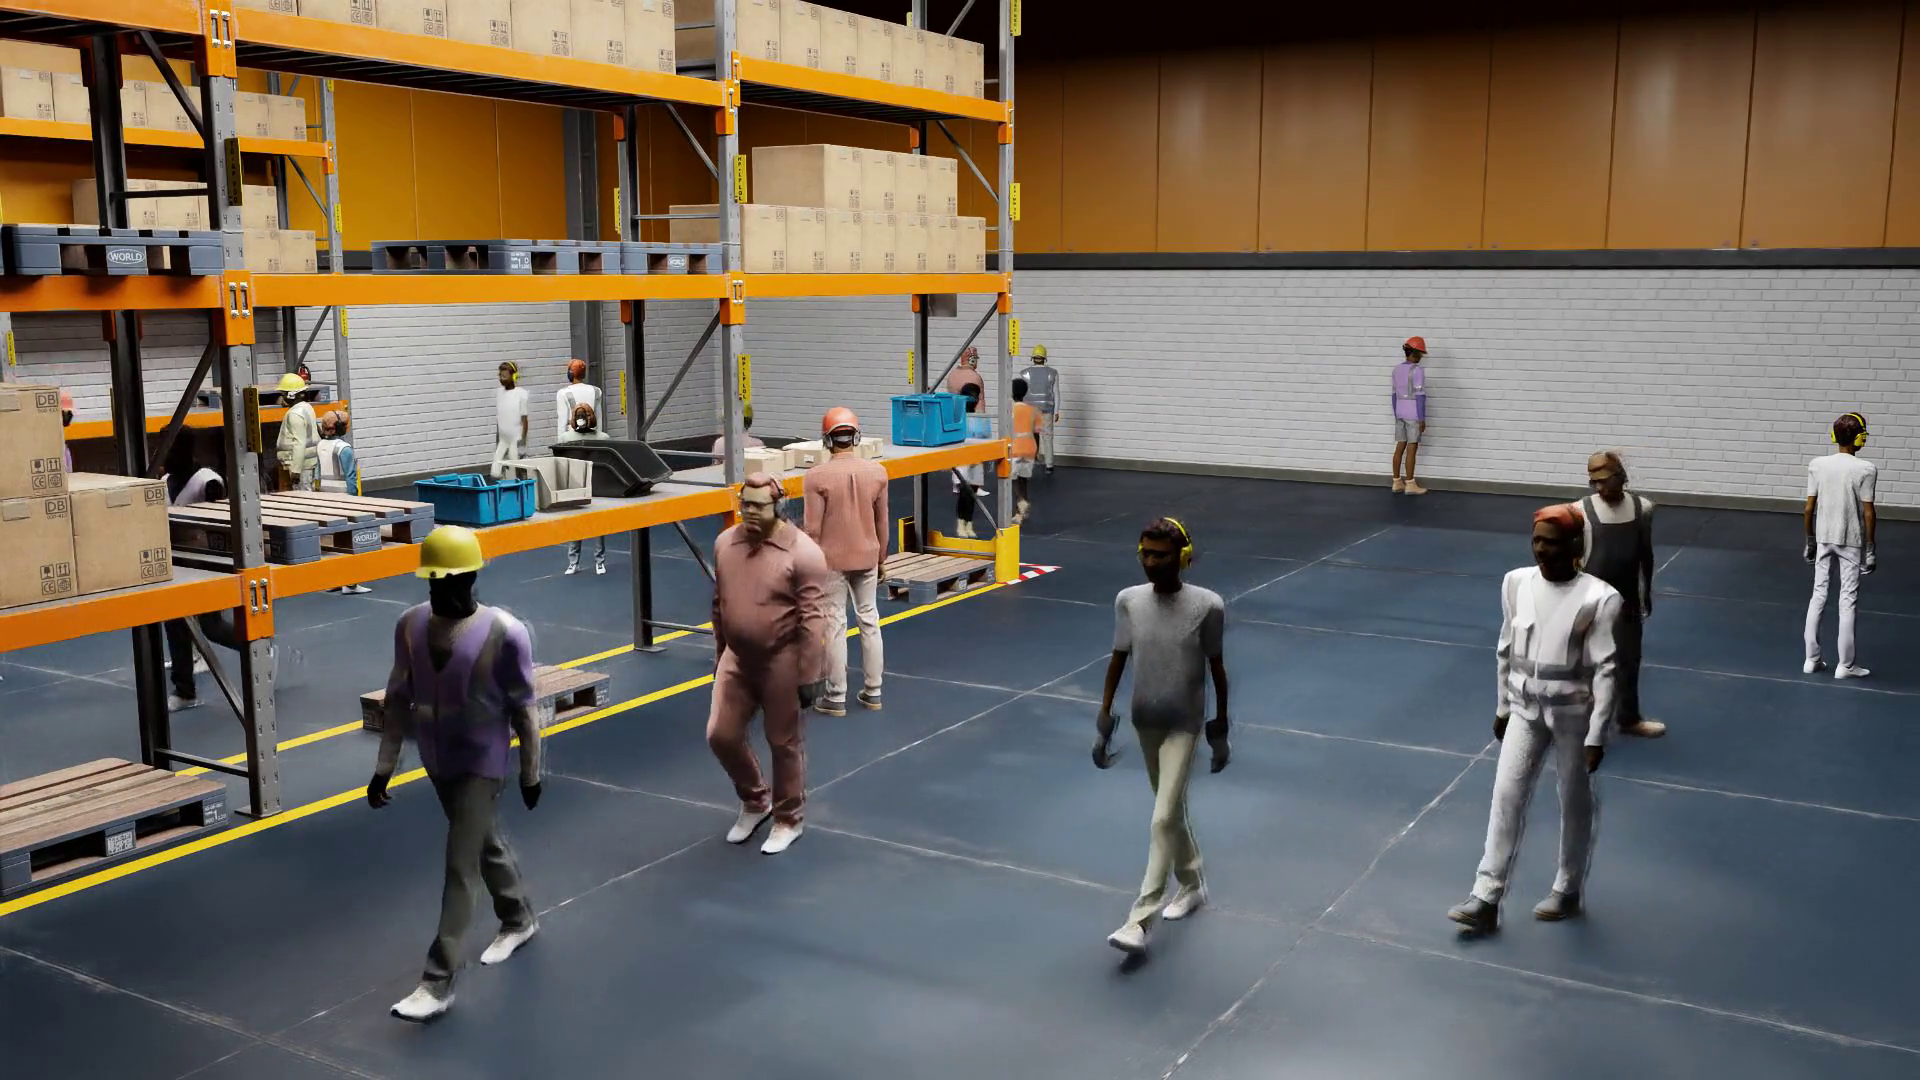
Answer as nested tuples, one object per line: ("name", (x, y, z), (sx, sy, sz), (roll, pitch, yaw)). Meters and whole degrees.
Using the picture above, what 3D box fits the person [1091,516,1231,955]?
("person", (0.812, 0.812, 7.042), (0.540, 1.813, 0.977), (6, 11, 34))

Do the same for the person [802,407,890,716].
("person", (-0.750, 0.140, 10.729), (0.612, 1.981, 0.409), (-5, 11, -30))

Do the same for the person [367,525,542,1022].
("person", (-1.975, 0.868, 6.529), (0.594, 1.873, 1.002), (4, 10, 24))

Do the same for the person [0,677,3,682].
("person", (-6.809, 0.068, 11.414), (0.430, 1.909, 0.610), (-7, 11, -36))

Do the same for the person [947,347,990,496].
("person", (0.122, -1.515, 21.293), (0.408, 1.906, 0.652), (-7, 11, -37))

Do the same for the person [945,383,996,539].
("person", (0.123, -0.830, 17.684), (0.559, 1.677, 0.489), (-5, 10, -27))

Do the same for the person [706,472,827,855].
("person", (-0.966, 0.606, 8.114), (0.670, 1.887, 0.452), (5, 10, 27))

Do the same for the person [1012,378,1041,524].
("person", (0.688, -0.975, 18.625), (0.539, 1.673, 0.597), (-4, 10, -23))

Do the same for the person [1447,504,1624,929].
("person", (2.456, 0.785, 7.097), (0.869, 1.850, 0.606), (-8, 12, -41))

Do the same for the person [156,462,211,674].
("person", (-5.534, 0.141, 11.806), (0.498, 1.633, 0.282), (7, 12, 38))

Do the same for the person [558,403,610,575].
("person", (-3.538, -0.482, 15.696), (0.499, 1.633, 0.286), (-1, 9, -5))

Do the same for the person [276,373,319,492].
("person", (-6.712, -0.771, 16.877), (0.404, 1.835, 0.587), (-2, 9, -11))

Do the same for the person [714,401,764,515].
("person", (-1.965, -0.356, 14.561), (0.535, 1.748, 0.727), (5, 10, 29))

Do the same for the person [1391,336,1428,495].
("person", (5.822, -1.599, 21.430), (0.415, 2.035, 0.611), (-3, 10, -21))

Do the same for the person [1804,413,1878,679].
("person", (6.206, 0.039, 11.709), (0.329, 1.872, 0.508), (-6, 11, -34))

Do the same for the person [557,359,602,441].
("person", (-4.291, -1.097, 18.756), (0.353, 1.884, 0.578), (8, 12, 42))

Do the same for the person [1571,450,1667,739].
("person", (3.946, 0.351, 9.985), (0.679, 1.800, 0.443), (0, 9, -2))

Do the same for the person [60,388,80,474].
("person", (-7.260, -0.287, 13.603), (0.771, 1.909, 0.566), (-4, 10, -25))

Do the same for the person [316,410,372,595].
("person", (-5.496, -0.330, 14.729), (0.512, 1.641, 0.307), (7, 11, 36))

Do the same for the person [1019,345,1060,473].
("person", (1.129, -1.852, 23.626), (0.586, 1.833, 0.403), (0, 9, 1))

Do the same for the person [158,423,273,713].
("person", (-4.957, 0.159, 10.902), (0.594, 1.889, 0.748), (5, 10, 27))

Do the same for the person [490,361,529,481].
("person", (-5.137, -1.110, 18.958), (0.545, 1.840, 0.395), (5, 10, 27))
